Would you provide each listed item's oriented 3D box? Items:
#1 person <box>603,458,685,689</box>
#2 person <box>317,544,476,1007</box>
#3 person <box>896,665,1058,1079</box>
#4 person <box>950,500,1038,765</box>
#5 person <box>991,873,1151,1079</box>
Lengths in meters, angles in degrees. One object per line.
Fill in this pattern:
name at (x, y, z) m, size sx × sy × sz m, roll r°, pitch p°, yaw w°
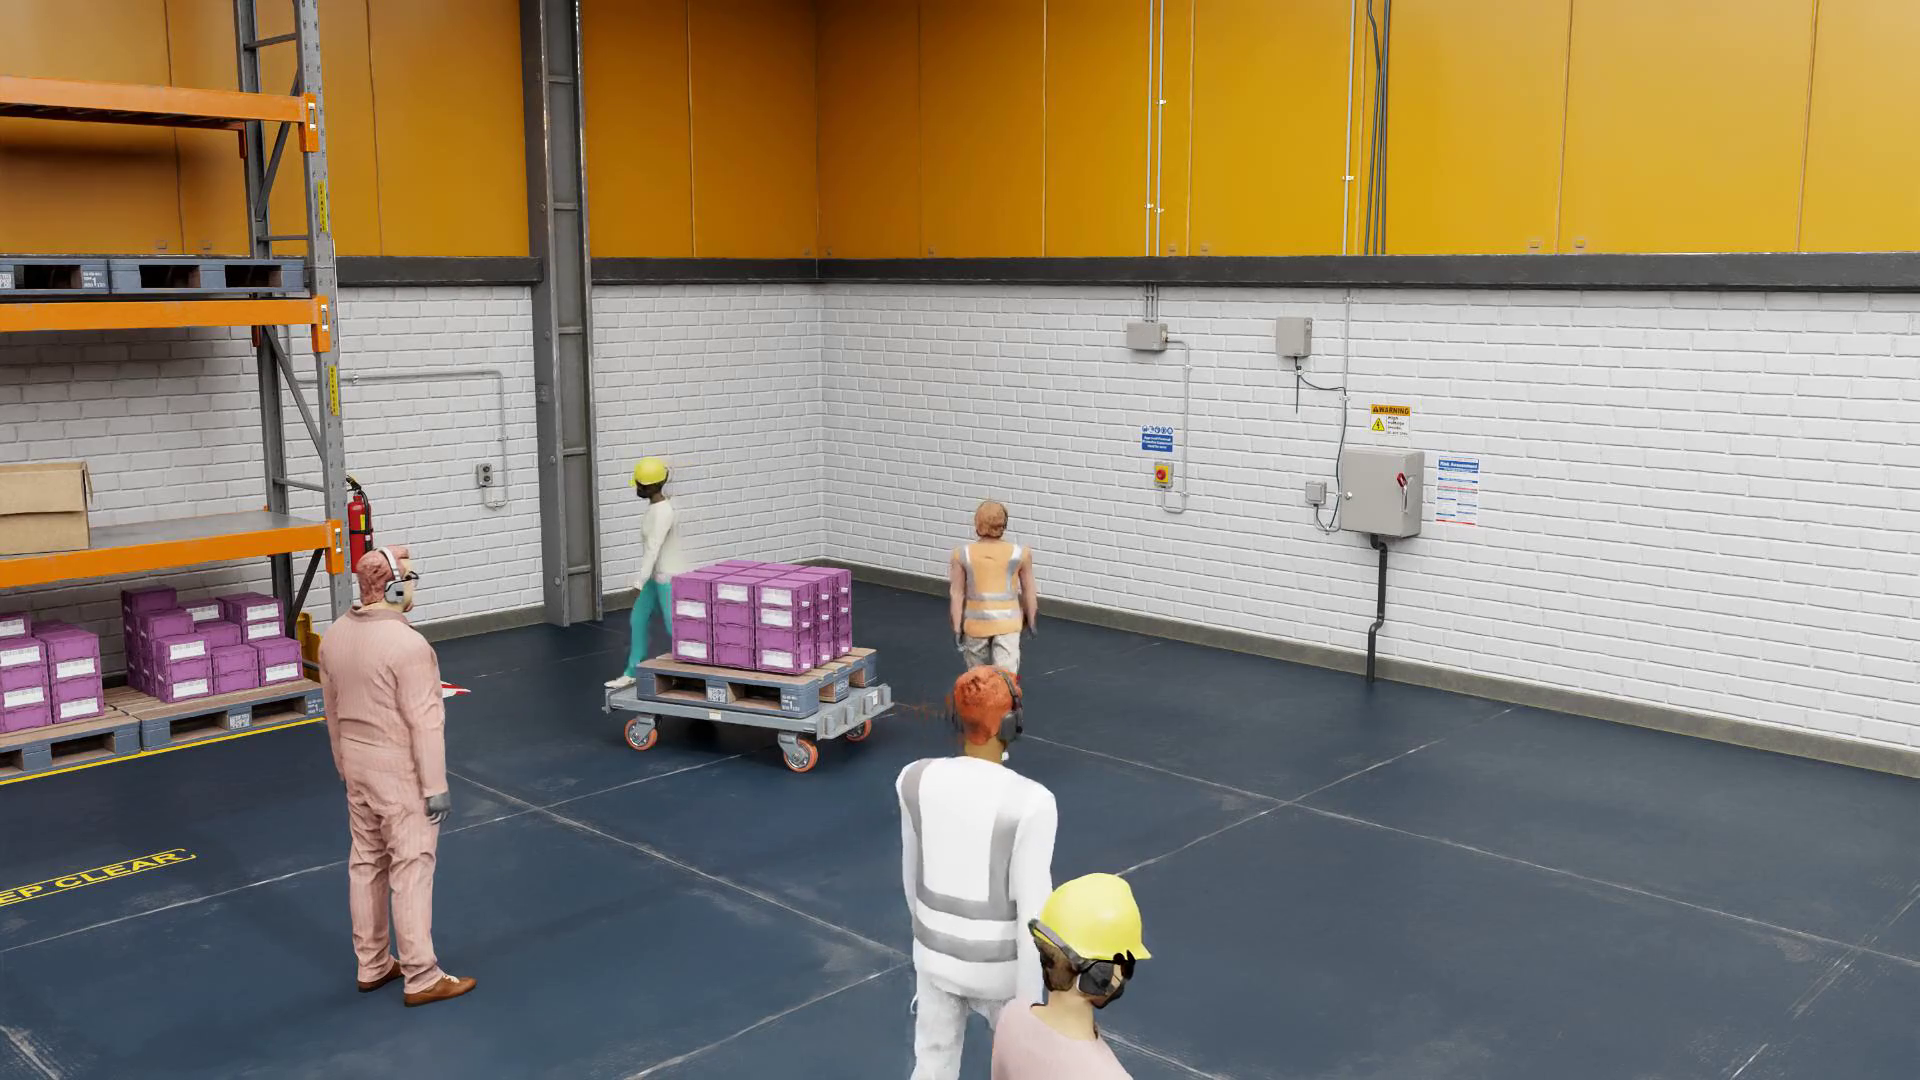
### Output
person at (-2.184, 0.278, 11.679) m, size 0.769 × 1.727 × 0.535 m, roll -3°, pitch 10°, yaw -20°
person at (-2.332, 0.967, 6.900) m, size 0.637 × 1.911 × 0.403 m, roll 6°, pitch 11°, yaw 35°
person at (0.109, 1.280, 5.184) m, size 0.589 × 1.836 × 0.964 m, roll 5°, pitch 11°, yaw 30°
person at (0.219, 0.555, 10.350) m, size 0.528 × 1.612 × 0.715 m, roll 1°, pitch 9°, yaw 9°
person at (0.258, 1.579, 3.610) m, size 0.322 × 1.761 × 0.522 m, roll -5°, pitch 11°, yaw -29°
